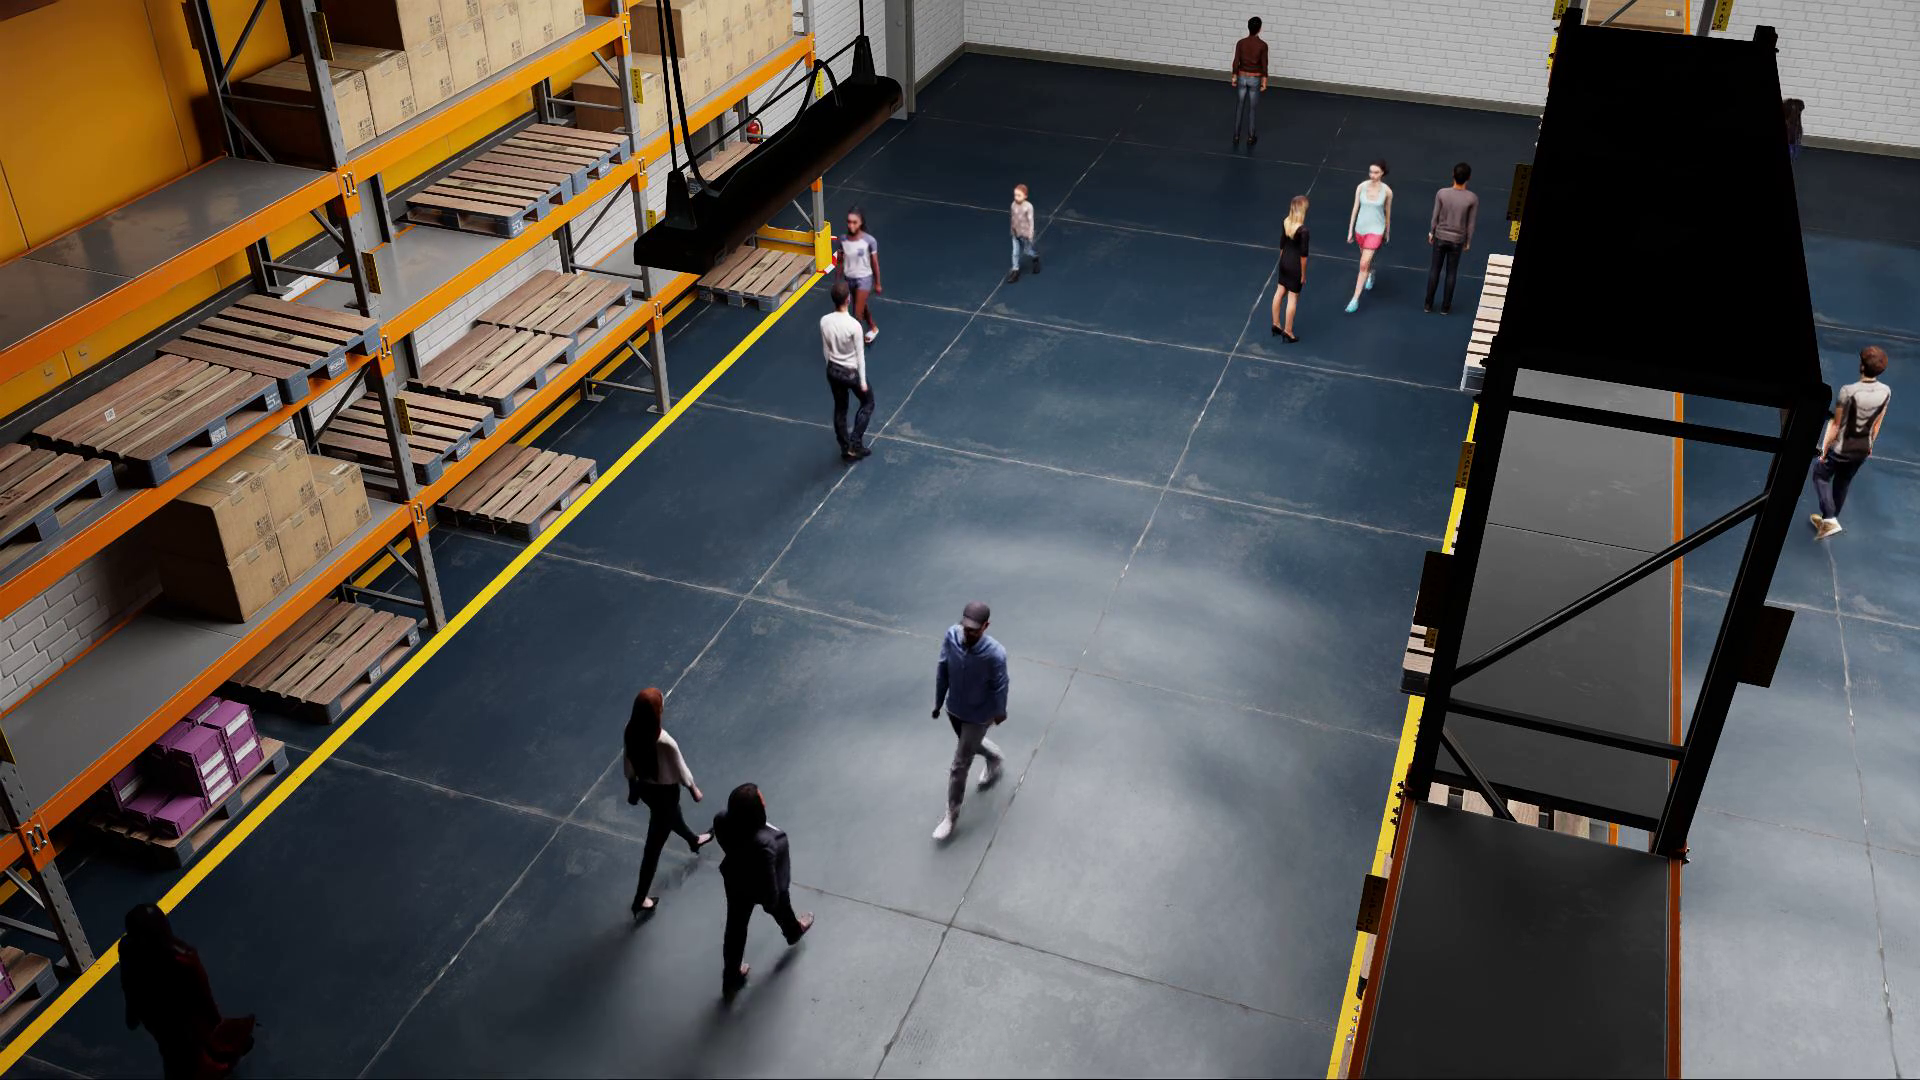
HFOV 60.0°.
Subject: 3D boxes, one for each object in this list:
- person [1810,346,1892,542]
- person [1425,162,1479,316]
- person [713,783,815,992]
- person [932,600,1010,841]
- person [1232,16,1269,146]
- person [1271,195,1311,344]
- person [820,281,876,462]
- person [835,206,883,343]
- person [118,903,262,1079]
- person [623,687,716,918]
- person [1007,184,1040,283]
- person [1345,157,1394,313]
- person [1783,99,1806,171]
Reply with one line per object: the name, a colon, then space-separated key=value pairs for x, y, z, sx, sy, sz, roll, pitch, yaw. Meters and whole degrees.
person: x=7.926 y=-0.789 z=14.767 sx=0.817 sy=1.882 sz=0.983 roll=1 pitch=34 yaw=1
person: x=5.528 y=-3.405 z=18.807 sx=0.506 sy=1.766 sz=0.623 roll=11 pitch=35 yaw=17
person: x=-1.358 y=2.205 z=10.553 sx=0.807 sy=1.560 sz=1.101 roll=19 pitch=38 yaw=26
person: x=0.111 y=1.150 z=11.880 sx=0.897 sy=1.850 sz=1.266 roll=24 pitch=40 yaw=31
person: x=4.068 y=-6.463 z=23.395 sx=0.647 sy=1.780 sz=0.494 roll=11 pitch=35 yaw=16
person: x=3.641 y=-2.984 z=18.257 sx=0.664 sy=1.675 sz=0.608 roll=-16 pitch=37 yaw=-22
person: x=-1.139 y=-1.564 z=15.950 sx=0.692 sy=1.863 sz=0.664 roll=17 pitch=37 yaw=24
person: x=-1.065 y=-2.783 z=17.962 sx=0.625 sy=1.667 sz=1.195 roll=10 pitch=35 yaw=15
person: x=-4.486 y=2.691 z=9.679 sx=0.709 sy=1.720 sz=1.099 roll=15 pitch=36 yaw=21
person: x=-2.054 y=1.790 z=11.046 sx=0.841 sy=1.707 sz=1.198 roll=23 pitch=40 yaw=30
person: x=0.762 y=-3.664 z=19.725 sx=0.605 sy=1.182 sz=0.832 roll=21 pitch=39 yaw=28
person: x=4.709 y=-3.535 z=19.042 sx=0.774 sy=1.723 sz=1.258 roll=19 pitch=38 yaw=27
person: x=10.290 y=-4.756 z=21.008 sx=1.122 sy=1.580 sz=0.982 roll=-21 pitch=39 yaw=-28
